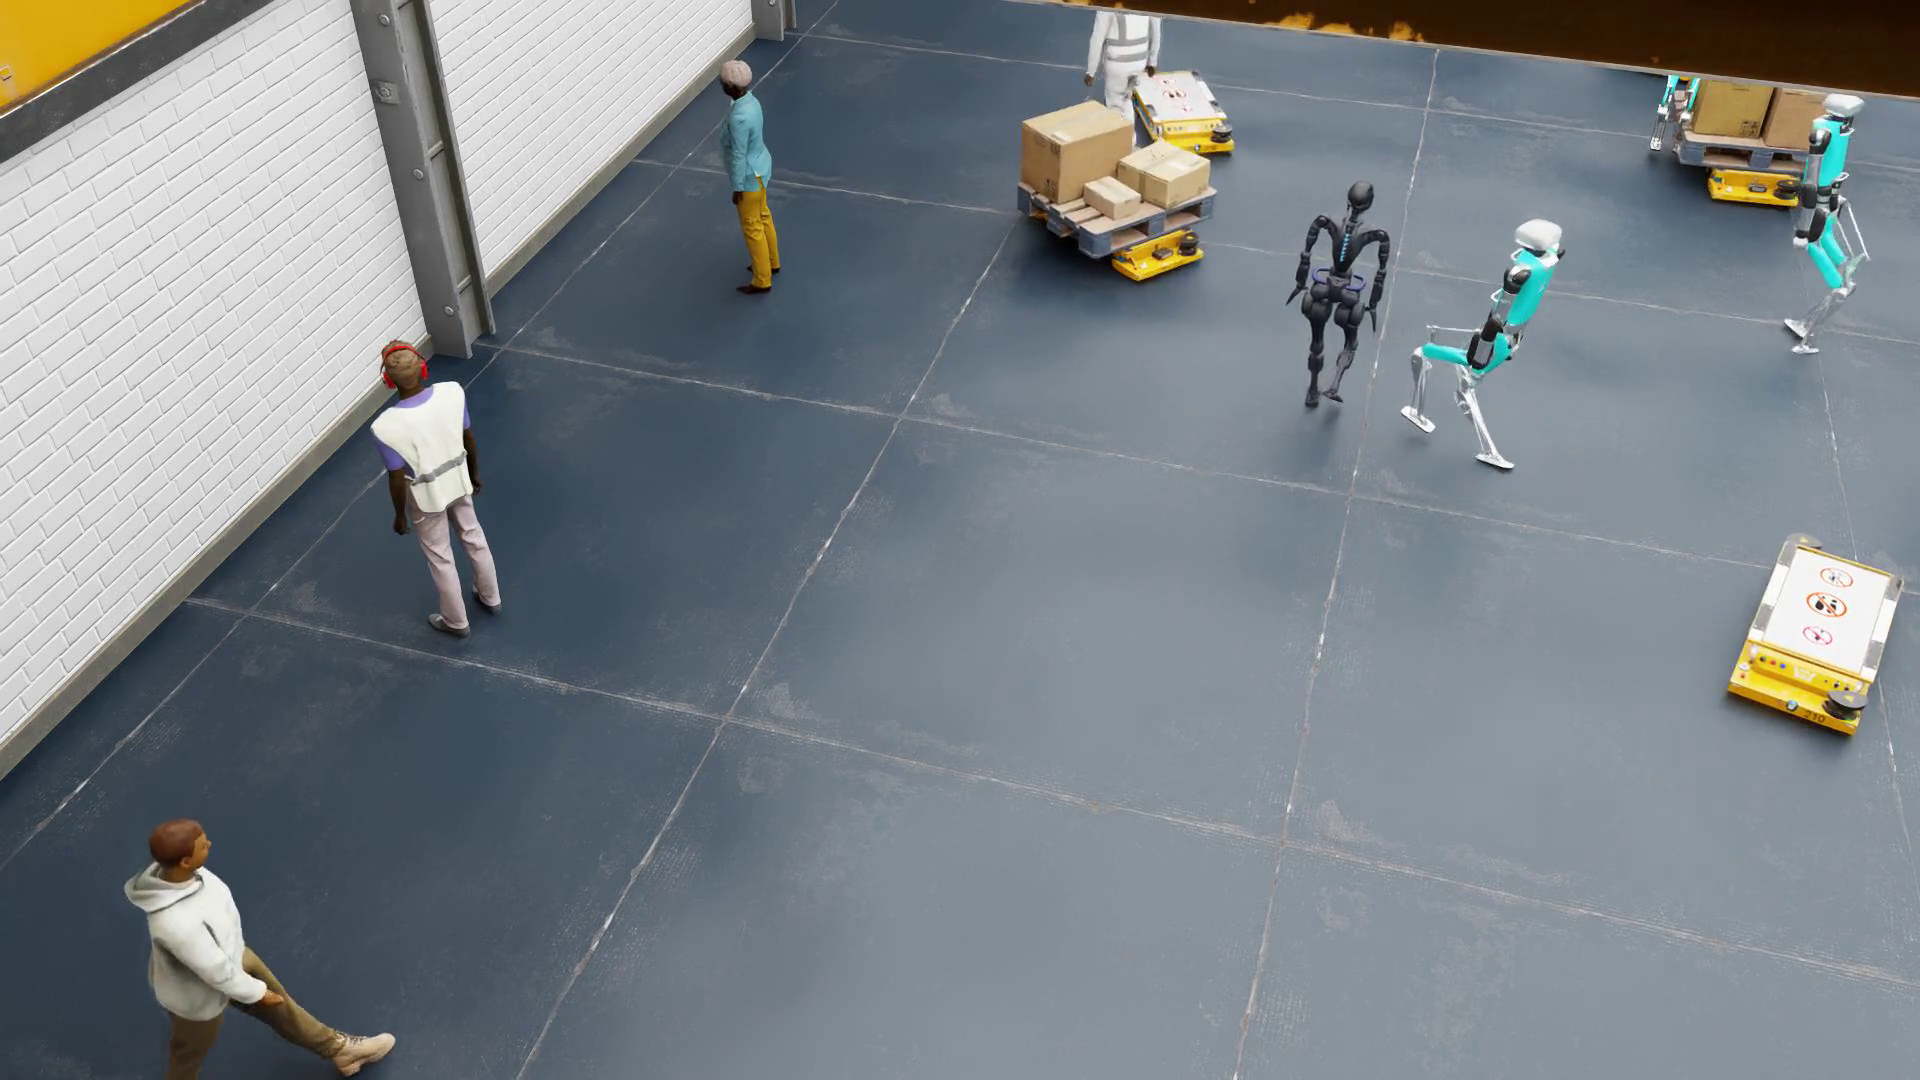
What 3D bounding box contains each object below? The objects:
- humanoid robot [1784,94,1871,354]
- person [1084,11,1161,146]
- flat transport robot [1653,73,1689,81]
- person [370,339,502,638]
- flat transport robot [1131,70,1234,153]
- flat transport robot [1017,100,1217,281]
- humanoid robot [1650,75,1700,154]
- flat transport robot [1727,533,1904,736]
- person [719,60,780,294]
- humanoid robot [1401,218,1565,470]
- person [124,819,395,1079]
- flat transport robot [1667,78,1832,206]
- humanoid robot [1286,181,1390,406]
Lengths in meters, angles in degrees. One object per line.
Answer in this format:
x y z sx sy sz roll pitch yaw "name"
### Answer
6.087 -2.137 11.497 0.814 1.786 0.603 29 47 31 "humanoid robot"
1.328 -3.858 13.523 0.615 1.868 0.429 -24 44 -27 "person"
6.914 -4.761 15.927 0.659 0.231 1.431 23 44 26 "flat transport robot"
-2.836 -0.251 9.061 0.373 1.840 0.569 26 46 29 "person"
1.922 -3.816 14.751 0.659 0.231 1.431 -5 39 -7 "flat transport robot"
1.204 -2.486 13.096 0.659 0.231 1.431 -23 44 -26 "flat transport robot"
5.996 -3.960 13.652 0.533 1.677 0.735 20 43 23 "humanoid robot"
4.849 0.497 9.386 0.659 0.231 1.431 22 44 25 "flat transport robot"
-1.553 -2.638 12.112 0.346 1.747 0.533 4 39 5 "person"
3.197 -1.295 10.488 1.004 1.768 0.531 32 48 33 "humanoid robot"
-2.936 1.743 6.682 0.968 1.706 0.506 -8 40 -10 "person"
6.611 -3.232 14.025 0.659 0.231 1.431 7 39 9 "flat transport robot"
2.439 -1.589 10.861 0.613 1.649 0.362 13 41 16 "humanoid robot"
